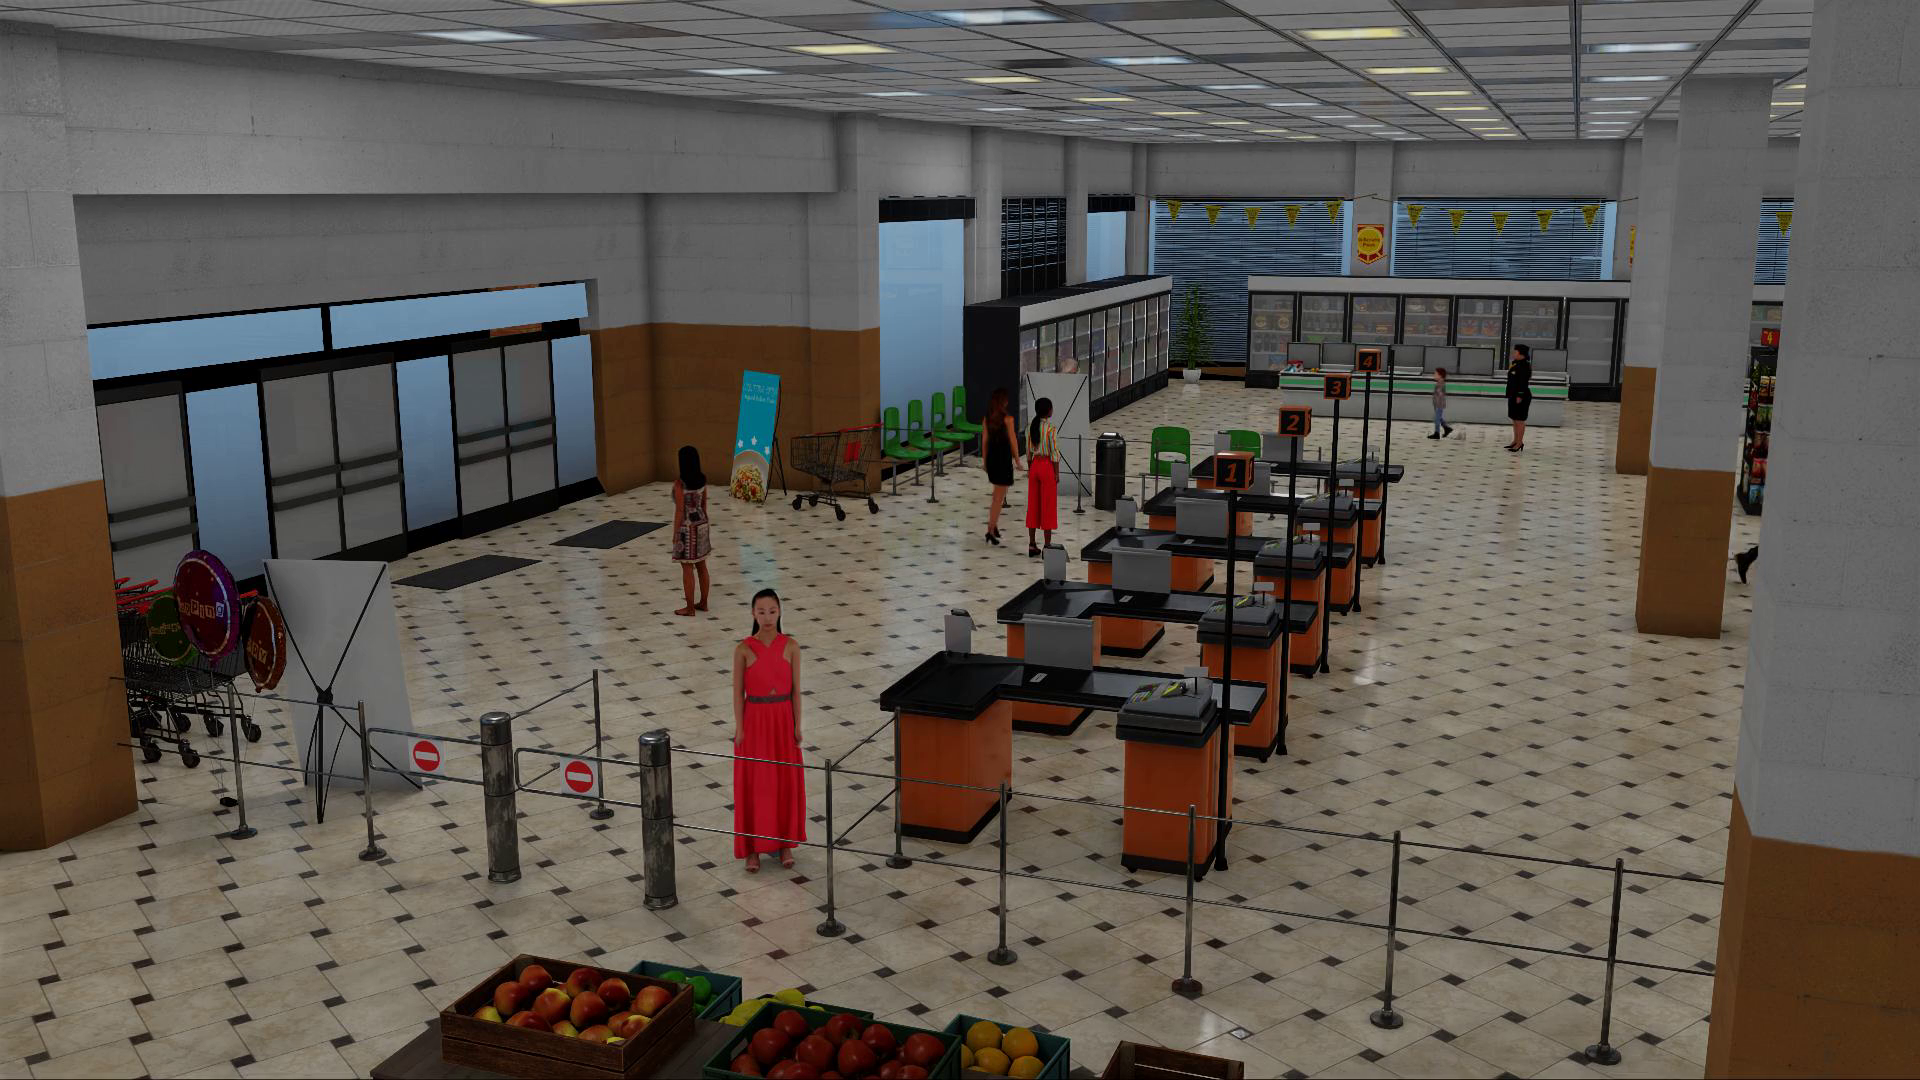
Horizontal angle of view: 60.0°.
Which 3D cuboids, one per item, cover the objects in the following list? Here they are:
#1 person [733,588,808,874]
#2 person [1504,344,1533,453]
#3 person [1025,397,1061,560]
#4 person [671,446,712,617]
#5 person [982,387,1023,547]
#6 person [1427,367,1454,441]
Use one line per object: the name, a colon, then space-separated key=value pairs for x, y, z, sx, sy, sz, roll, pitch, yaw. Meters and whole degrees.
person: x=-1.152 y=1.136 z=9.960 sx=0.696 sy=1.727 sz=0.773 roll=-4 pitch=13 yaw=-18
person: x=8.776 y=-2.232 z=26.090 sx=0.705 sy=1.671 sz=0.748 roll=1 pitch=12 yaw=7
person: x=0.916 y=-0.694 z=18.494 sx=0.578 sy=1.792 sz=0.723 roll=9 pitch=15 yaw=37
person: x=-2.585 y=-0.097 z=16.015 sx=0.600 sy=1.645 sz=0.692 roll=7 pitch=14 yaw=31
person: x=0.385 y=-0.810 z=18.976 sx=0.670 sy=1.819 sz=0.731 roll=10 pitch=15 yaw=39
person: x=7.905 y=-2.227 z=27.239 sx=0.647 sy=1.187 sz=0.519 roll=3 pitch=12 yaw=13
